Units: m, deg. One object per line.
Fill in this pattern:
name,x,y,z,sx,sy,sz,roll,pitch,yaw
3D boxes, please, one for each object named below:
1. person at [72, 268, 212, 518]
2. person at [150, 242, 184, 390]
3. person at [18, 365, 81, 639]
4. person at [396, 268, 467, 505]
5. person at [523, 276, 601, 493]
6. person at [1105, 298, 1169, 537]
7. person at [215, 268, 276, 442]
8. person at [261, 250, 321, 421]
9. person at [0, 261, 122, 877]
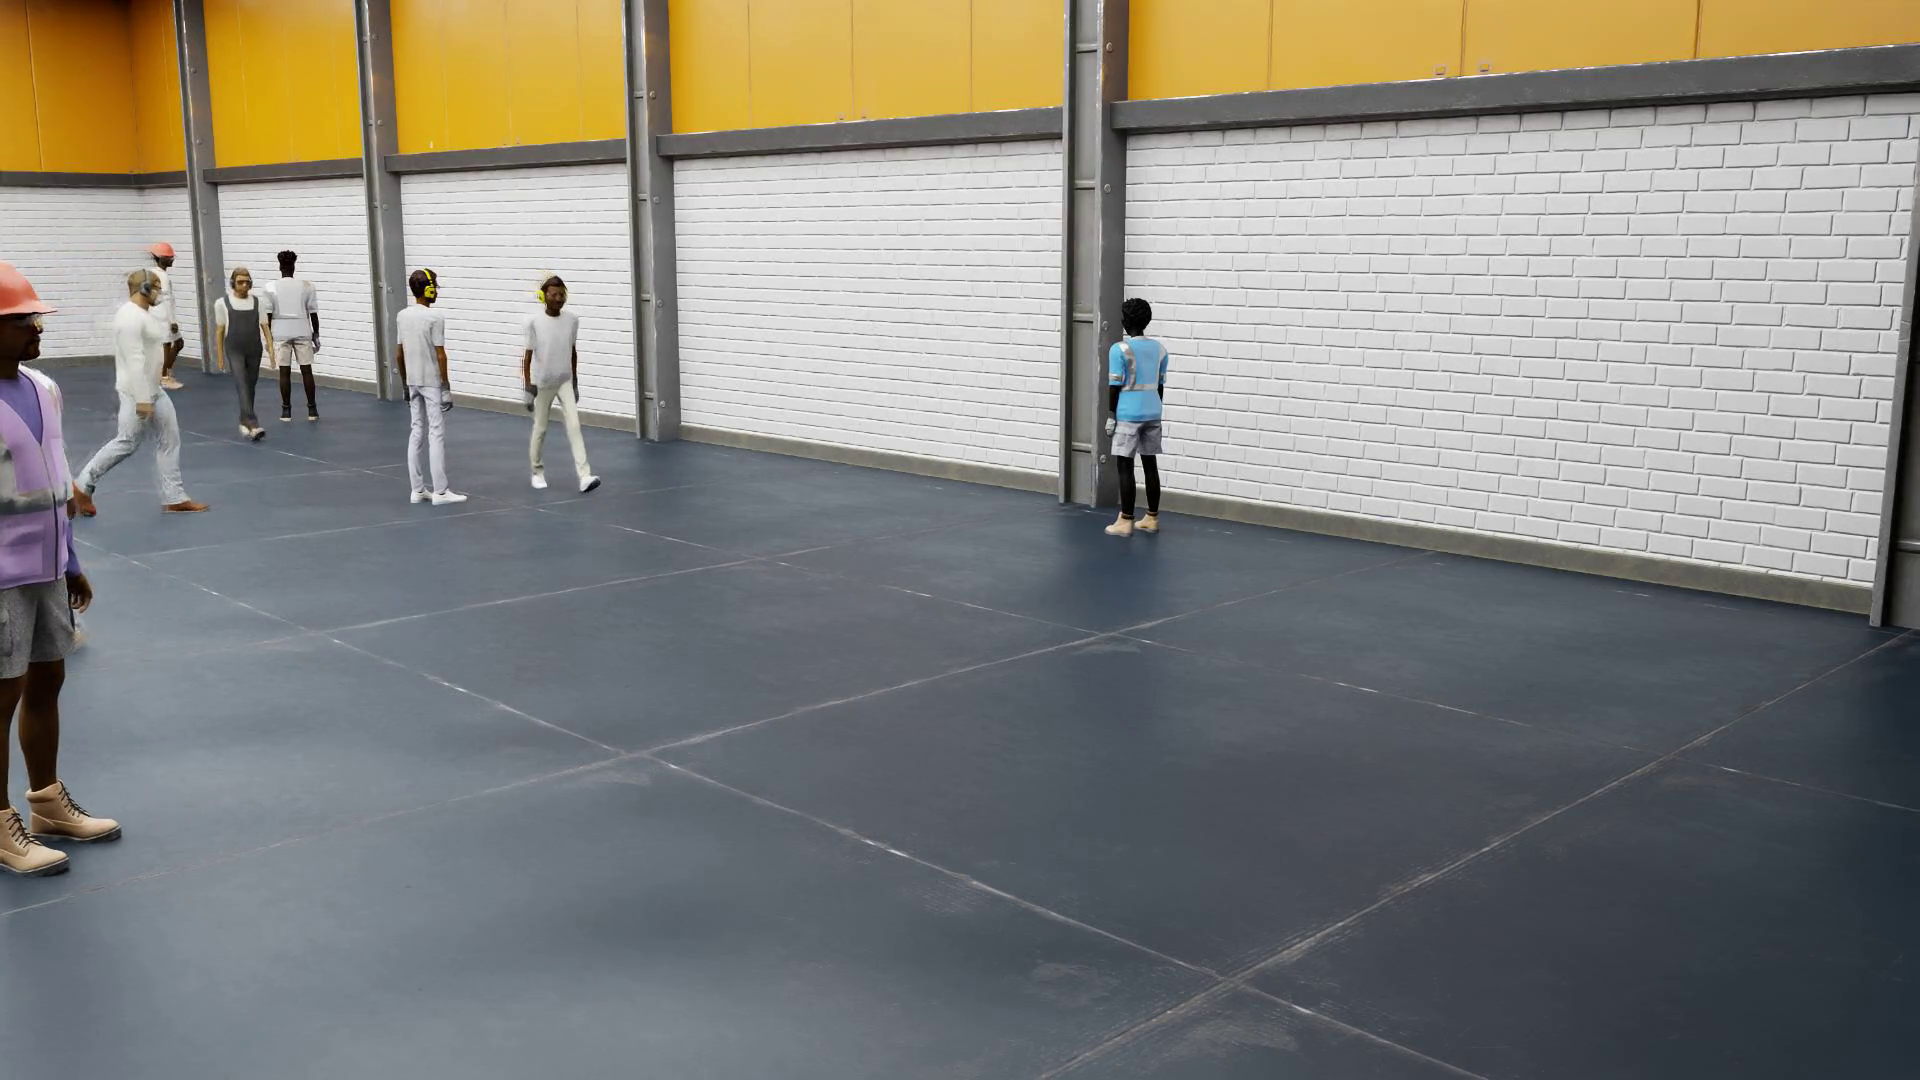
person,-6.311,-1.109,12.619,0.951,1.897,0.636,-3,11,-14
person,-10.912,-3.072,22.928,0.483,2.027,0.648,-7,12,-32
person,-4.653,-0.237,8.049,0.590,1.832,0.994,1,10,4
person,-4.244,-1.214,13.243,0.512,1.867,0.330,6,12,28
person,-3.353,-1.277,13.793,0.539,1.793,1.026,-7,13,-35
person,1.257,-0.871,11.853,0.530,1.693,0.319,-8,13,-38
person,-7.458,-1.936,17.388,0.525,1.788,1.025,-8,13,-36
person,-7.695,-2.350,19.162,0.612,1.963,0.363,-5,11,-24
person,-3.164,0.095,5.605,0.362,2.048,0.613,1,10,5
